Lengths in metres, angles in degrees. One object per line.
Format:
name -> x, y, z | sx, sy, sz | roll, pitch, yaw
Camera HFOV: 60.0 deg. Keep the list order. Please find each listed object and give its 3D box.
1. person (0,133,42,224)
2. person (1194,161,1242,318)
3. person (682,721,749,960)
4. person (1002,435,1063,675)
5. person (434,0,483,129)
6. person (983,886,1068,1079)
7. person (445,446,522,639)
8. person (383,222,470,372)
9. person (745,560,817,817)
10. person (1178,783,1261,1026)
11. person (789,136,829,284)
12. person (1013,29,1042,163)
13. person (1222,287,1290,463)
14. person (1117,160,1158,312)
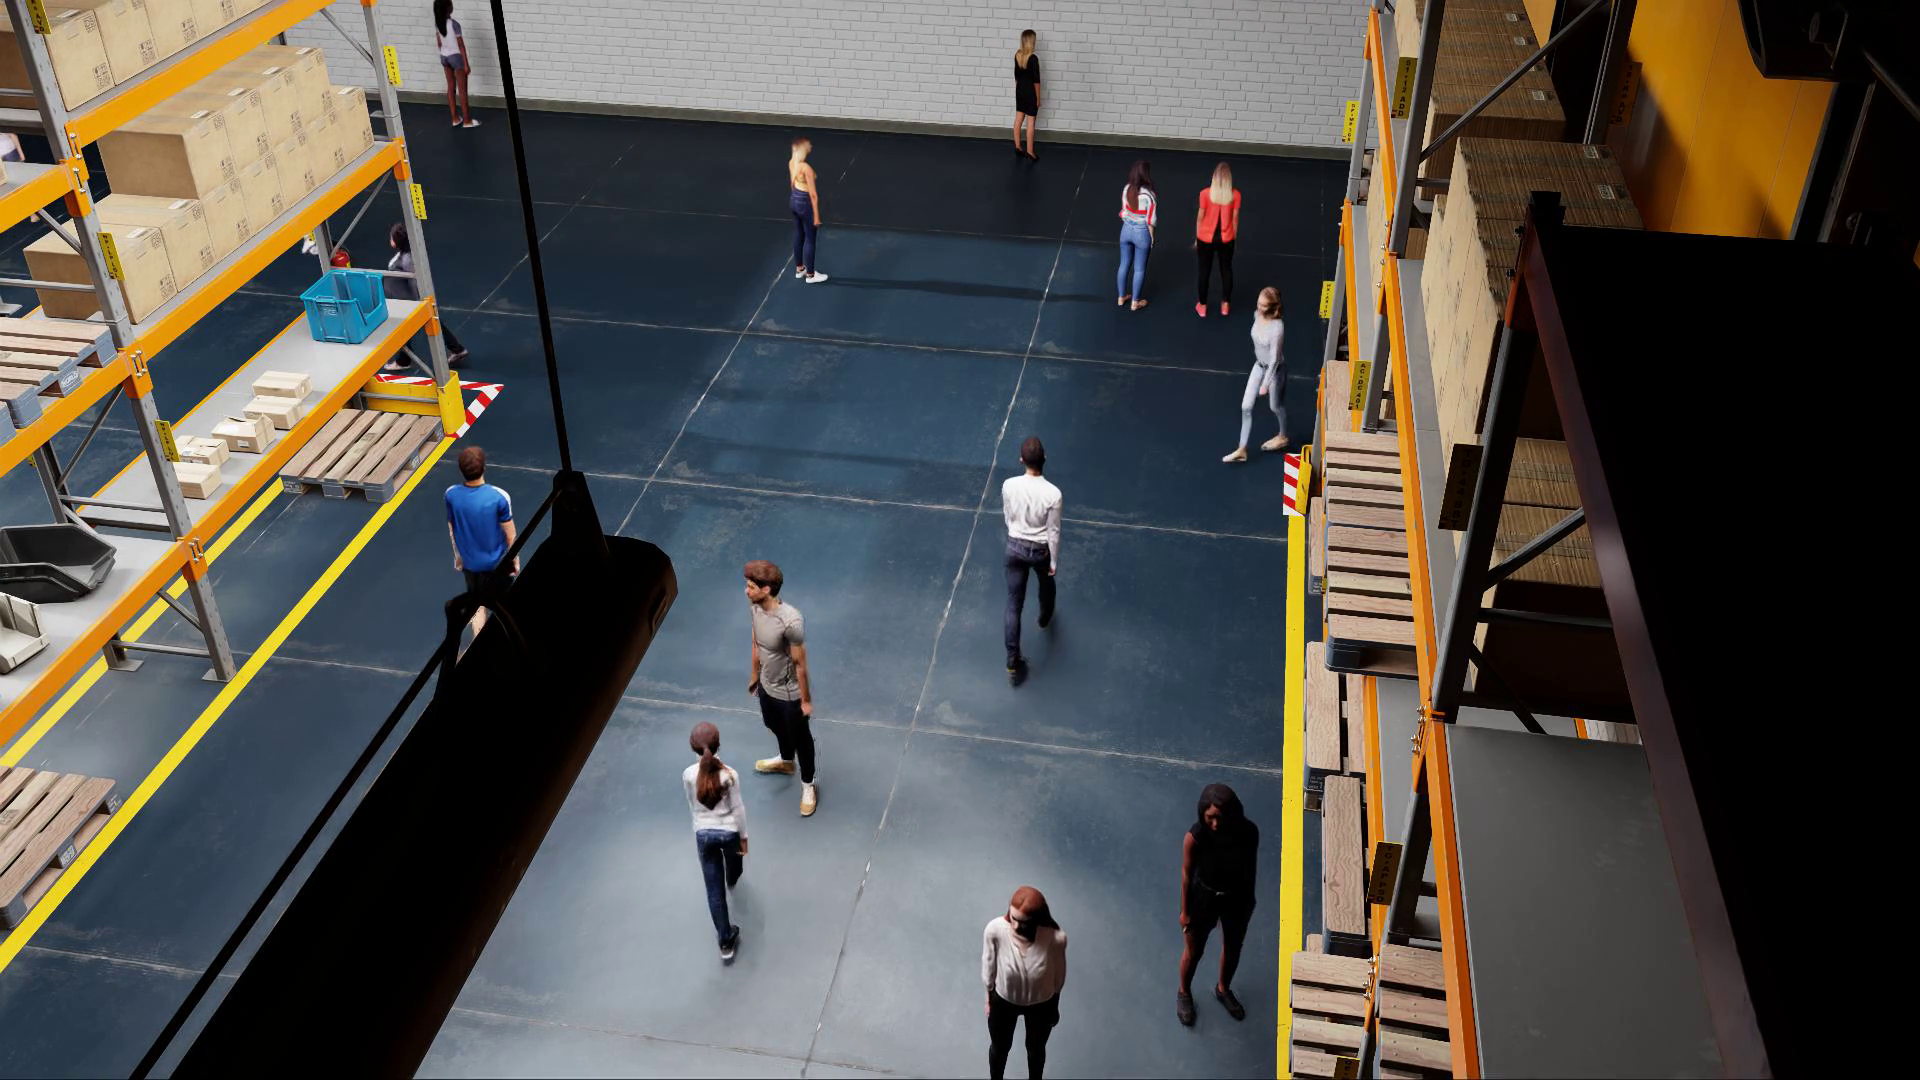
person -> -11.219, -4.541, 19.469 | 0.648, 1.706, 0.603 | -3, 34, -5
person -> 2.651, -3.126, 17.351 | 0.630, 1.694, 0.606 | 1, 34, 1
person -> -1.457, 1.852, 10.041 | 0.700, 1.496, 1.100 | 0, 34, 0
person -> 0.477, 0.139, 12.304 | 0.646, 1.844, 1.246 | 8, 34, 12
person -> -6.781, -6.406, 22.259 | 0.671, 1.723, 0.646 | 18, 38, 25
person -> 0.332, 2.477, 8.862 | 0.602, 1.761, 0.515 | 3, 34, 4
person -> -3.512, 0.176, 12.237 | 0.814, 1.855, 1.089 | -2, 34, -3
person -> -5.275, -2.366, 16.322 | 0.941, 1.567, 1.095 | -3, 34, -5
person -> -1.136, 0.975, 11.025 | 0.839, 1.869, 0.828 | 21, 39, 29
person -> 1.476, 2.068, 9.506 | 0.704, 1.728, 0.692 | -13, 36, -18
person -> -1.706, -3.616, 18.148 | 0.706, 1.628, 0.651 | -23, 40, -30
person -> 0.848, -5.661, 21.180 | 0.640, 1.679, 0.608 | -27, 42, -34
person -> 2.816, -1.501, 14.866 | 1.006, 1.739, 1.023 | -10, 35, -15
person -> 1.860, -3.231, 17.585 | 0.661, 1.610, 0.666 | 23, 40, 30
